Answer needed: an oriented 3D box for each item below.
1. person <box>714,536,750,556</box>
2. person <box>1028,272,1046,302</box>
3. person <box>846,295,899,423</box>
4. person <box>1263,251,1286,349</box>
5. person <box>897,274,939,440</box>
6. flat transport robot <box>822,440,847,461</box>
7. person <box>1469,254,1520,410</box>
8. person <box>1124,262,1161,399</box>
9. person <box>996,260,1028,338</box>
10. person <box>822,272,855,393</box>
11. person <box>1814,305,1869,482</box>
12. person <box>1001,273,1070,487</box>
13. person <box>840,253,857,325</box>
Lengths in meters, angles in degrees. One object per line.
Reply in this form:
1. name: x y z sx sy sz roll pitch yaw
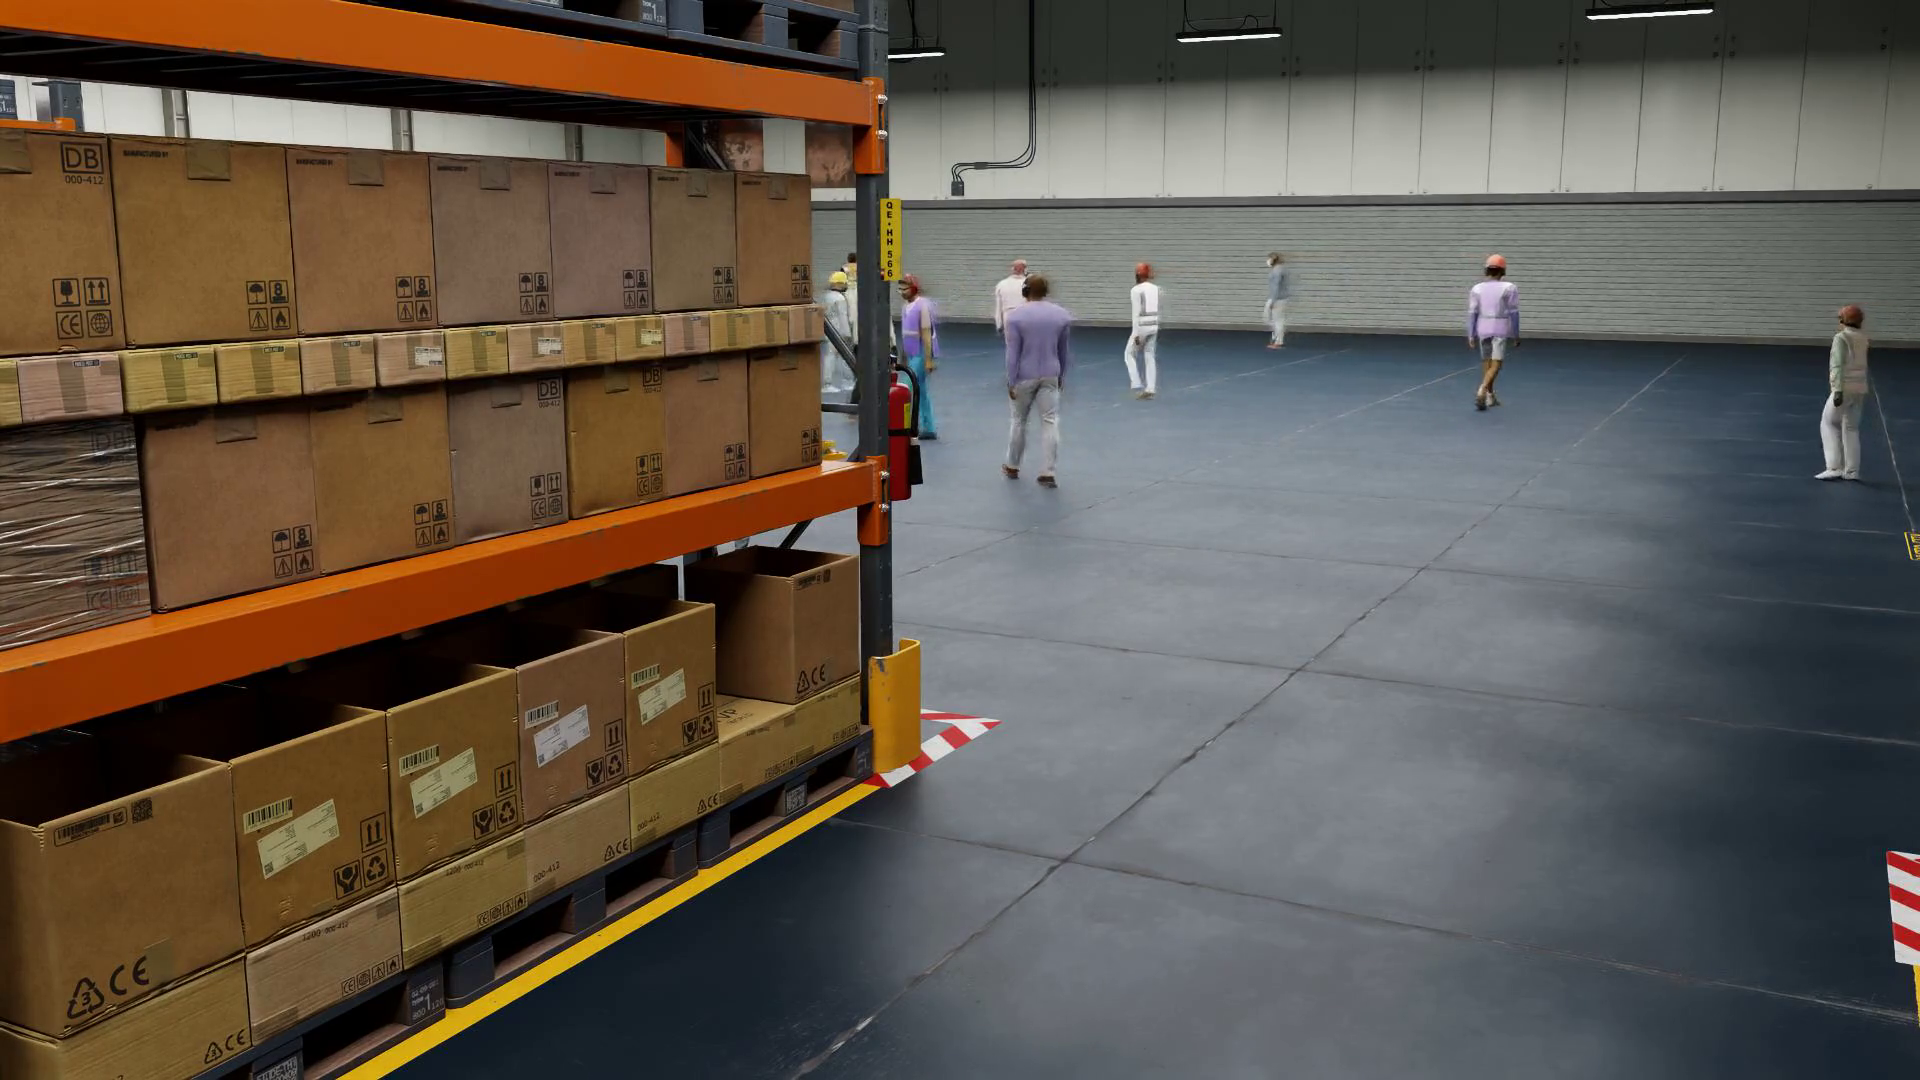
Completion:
1. person: -1.630 -0.645 11.371 0.500 1.633 0.282 3 11 17
2. person: 1.088 -3.177 25.011 0.533 1.695 0.319 8 13 36
3. person: -0.954 -2.382 20.003 1.030 1.934 0.642 -7 12 -32
4. person: 6.239 -4.743 32.962 0.490 1.921 0.629 1 10 3
5. person: -0.522 -1.982 18.150 0.633 1.808 0.623 -4 11 -23
6. flat transport robot: -1.888 -0.867 16.301 1.431 0.197 0.652 -7 13 -34
7. person: 6.875 -2.691 21.523 0.610 2.012 0.952 9 14 41
8. person: 2.491 -2.859 22.799 0.556 1.865 0.549 -8 13 -38
9. person: 0.889 -3.134 24.252 0.669 1.885 0.591 4 11 20
10. person: -1.656 -2.969 23.795 0.756 1.712 0.515 -4 11 -20
11. person: 8.127 -1.343 15.228 0.548 1.605 0.431 -7 12 -33
12. person: 0.671 -1.463 15.112 0.642 1.898 0.955 -3 11 -15
13. person: -2.728 -6.325 41.918 0.641 1.798 0.950 -4 11 -23
